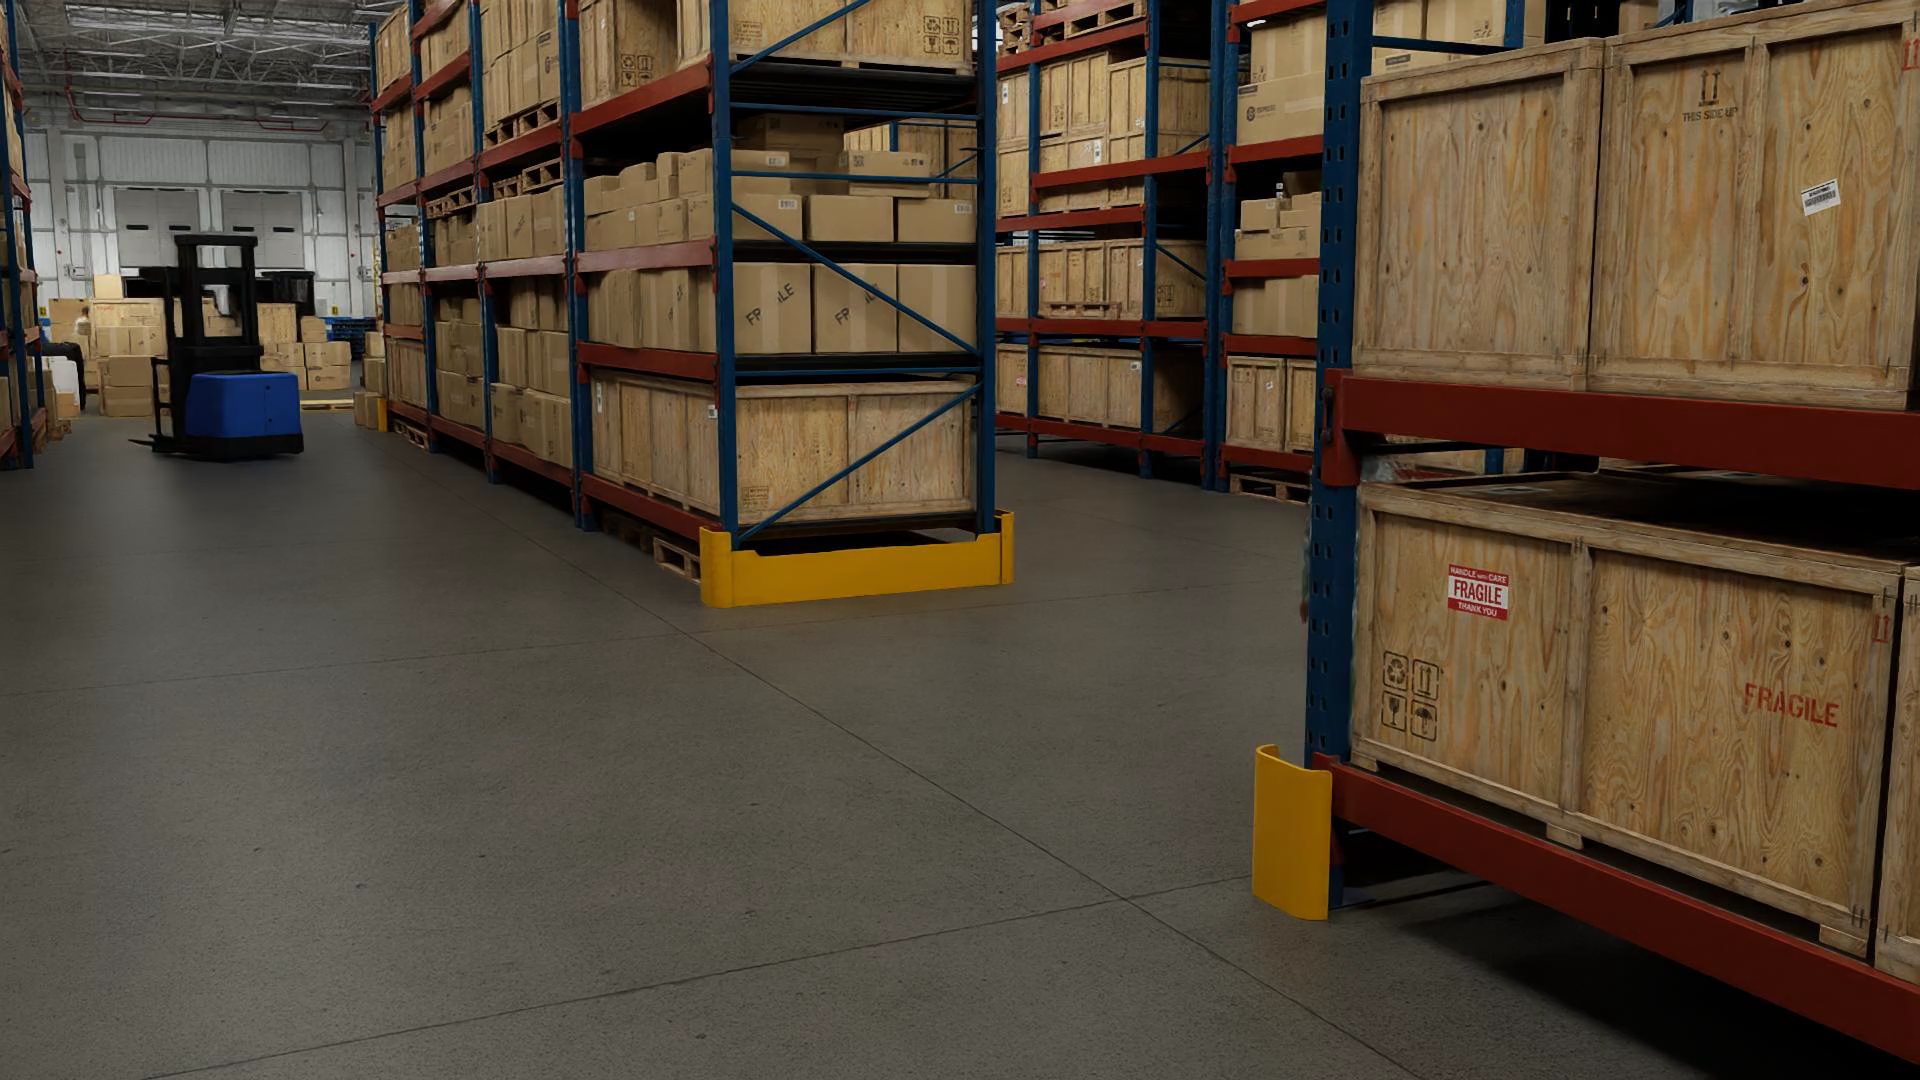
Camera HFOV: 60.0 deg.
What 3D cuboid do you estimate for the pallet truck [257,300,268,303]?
[{"bbox_3d":[-23.913,-7.404,58.171,1.885,1.965,0.823,-1,8,-9],"label":"pallet truck"}]

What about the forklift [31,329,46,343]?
[{"bbox_3d":[-28.971,-6.828,51.173,1.129,2.768,1.873,-7,11,-41],"label":"forklift"}]

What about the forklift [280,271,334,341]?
[{"bbox_3d":[-19.063,-6.376,48.057,1.873,2.768,1.129,6,10,37],"label":"forklift"}]

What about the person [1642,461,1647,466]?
[{"bbox_3d":[7.228,-1.376,17.012,0.648,1.882,0.659,1,8,4],"label":"person"}]

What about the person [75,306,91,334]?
[{"bbox_3d":[-20.044,-4.395,37.886,0.971,1.881,0.666,-3,9,-17],"label":"person"}]

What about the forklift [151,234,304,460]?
[{"bbox_3d":[-9.370,-2.475,21.156,1.873,2.768,1.129,7,11,38],"label":"forklift"}]

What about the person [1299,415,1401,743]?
[{"bbox_3d":[1.598,0.215,6.607,0.647,1.722,0.489,-4,9,-26],"label":"person"}]
